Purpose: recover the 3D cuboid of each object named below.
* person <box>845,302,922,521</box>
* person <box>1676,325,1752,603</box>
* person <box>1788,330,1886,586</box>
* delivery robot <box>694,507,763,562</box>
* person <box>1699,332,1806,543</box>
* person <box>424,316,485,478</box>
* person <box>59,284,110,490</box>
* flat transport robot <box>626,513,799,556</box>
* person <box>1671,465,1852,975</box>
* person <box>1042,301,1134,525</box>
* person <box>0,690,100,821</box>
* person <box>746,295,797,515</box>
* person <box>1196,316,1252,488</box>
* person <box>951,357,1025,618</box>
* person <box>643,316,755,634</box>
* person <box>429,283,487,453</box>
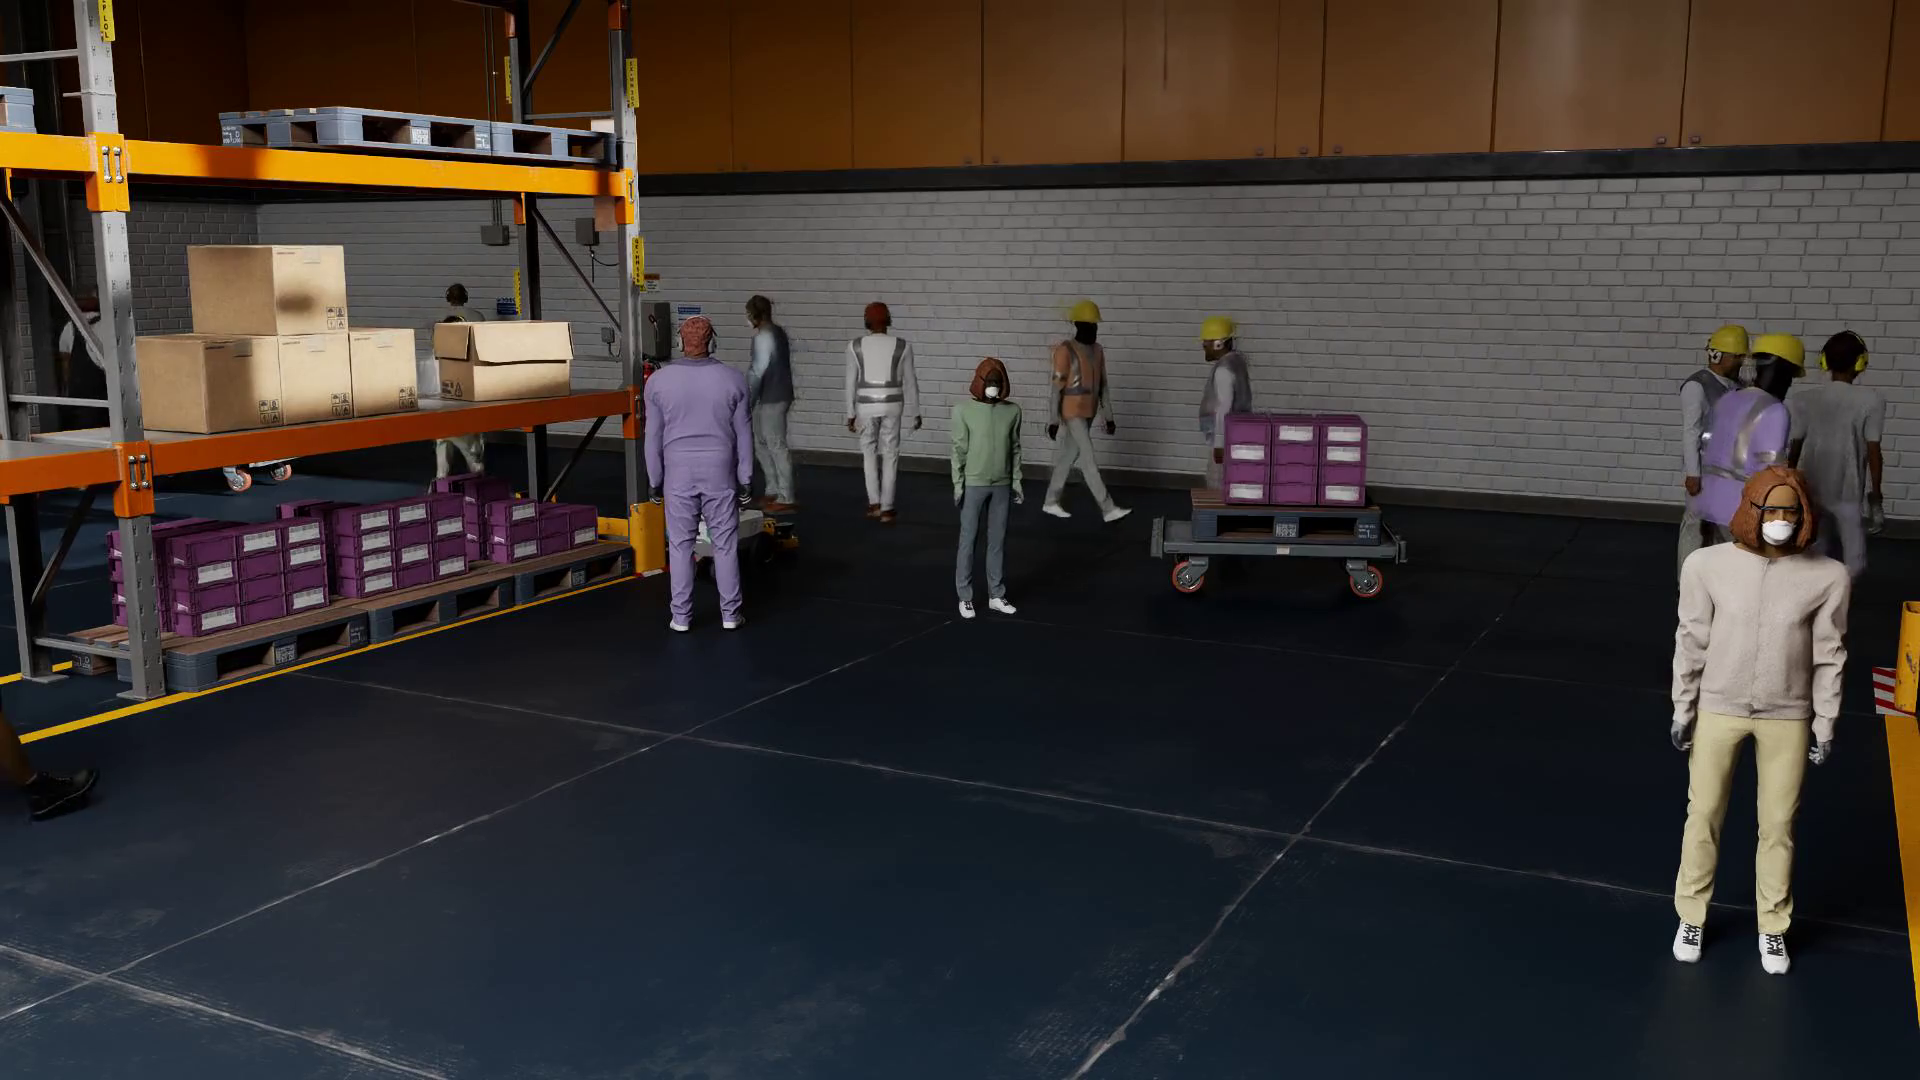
[{"bbox_3d":[-0.644,-1.095,14.225,0.650,1.868,0.500,1,10,4],"label":"person"},{"bbox_3d":[4.889,-0.476,10.757,0.586,1.825,0.403,-7,12,-35],"label":"person"},{"bbox_3d":[4.857,-0.233,9.263,0.570,1.855,0.540,-8,12,-37],"label":"person"},{"bbox_3d":[-1.711,-0.073,11.823,0.477,0.478,0.707,5,11,28],"label":"delivery robot"},{"bbox_3d":[4.016,-0.117,8.529,0.565,1.873,0.695,0,10,-2],"label":"person"},{"bbox_3d":[-3.869,-0.810,12.770,0.531,1.816,1.014,2,10,14],"label":"person"},{"bbox_3d":[-8.358,-1.542,16.302,0.703,2.000,0.984,4,11,23],"label":"person"},{"bbox_3d":[-1.966,-0.083,12.975,1.431,0.197,0.652,10,14,44],"label":"flat transport robot"},{"bbox_3d":[2.526,0.568,5.292,0.496,1.629,0.277,4,10,20],"label":"person"},{"bbox_3d":[1.072,-1.074,14.066,1.004,1.871,0.610,8,12,38],"label":"person"},{"bbox_3d":[-3.907,0.245,6.384,0.567,1.882,0.977,6,11,30],"label":"person"},{"bbox_3d":[-1.675,-1.175,14.526,0.564,1.907,0.665,1,10,6],"label":"person"},{"bbox_3d":[2.032,-0.805,12.693,0.487,1.805,0.611,3,10,15],"label":"person"},{"bbox_3d":[0.175,-0.330,10.463,0.498,1.633,0.278,-5,11,-26],"label":"person"},{"bbox_3d":[-1.558,-0.386,9.997,0.651,1.906,0.403,-2,10,-9],"label":"person"},{"bbox_3d":[-5.707,-1.960,19.020,0.632,1.940,0.372,-2,10,-12],"label":"person"}]
